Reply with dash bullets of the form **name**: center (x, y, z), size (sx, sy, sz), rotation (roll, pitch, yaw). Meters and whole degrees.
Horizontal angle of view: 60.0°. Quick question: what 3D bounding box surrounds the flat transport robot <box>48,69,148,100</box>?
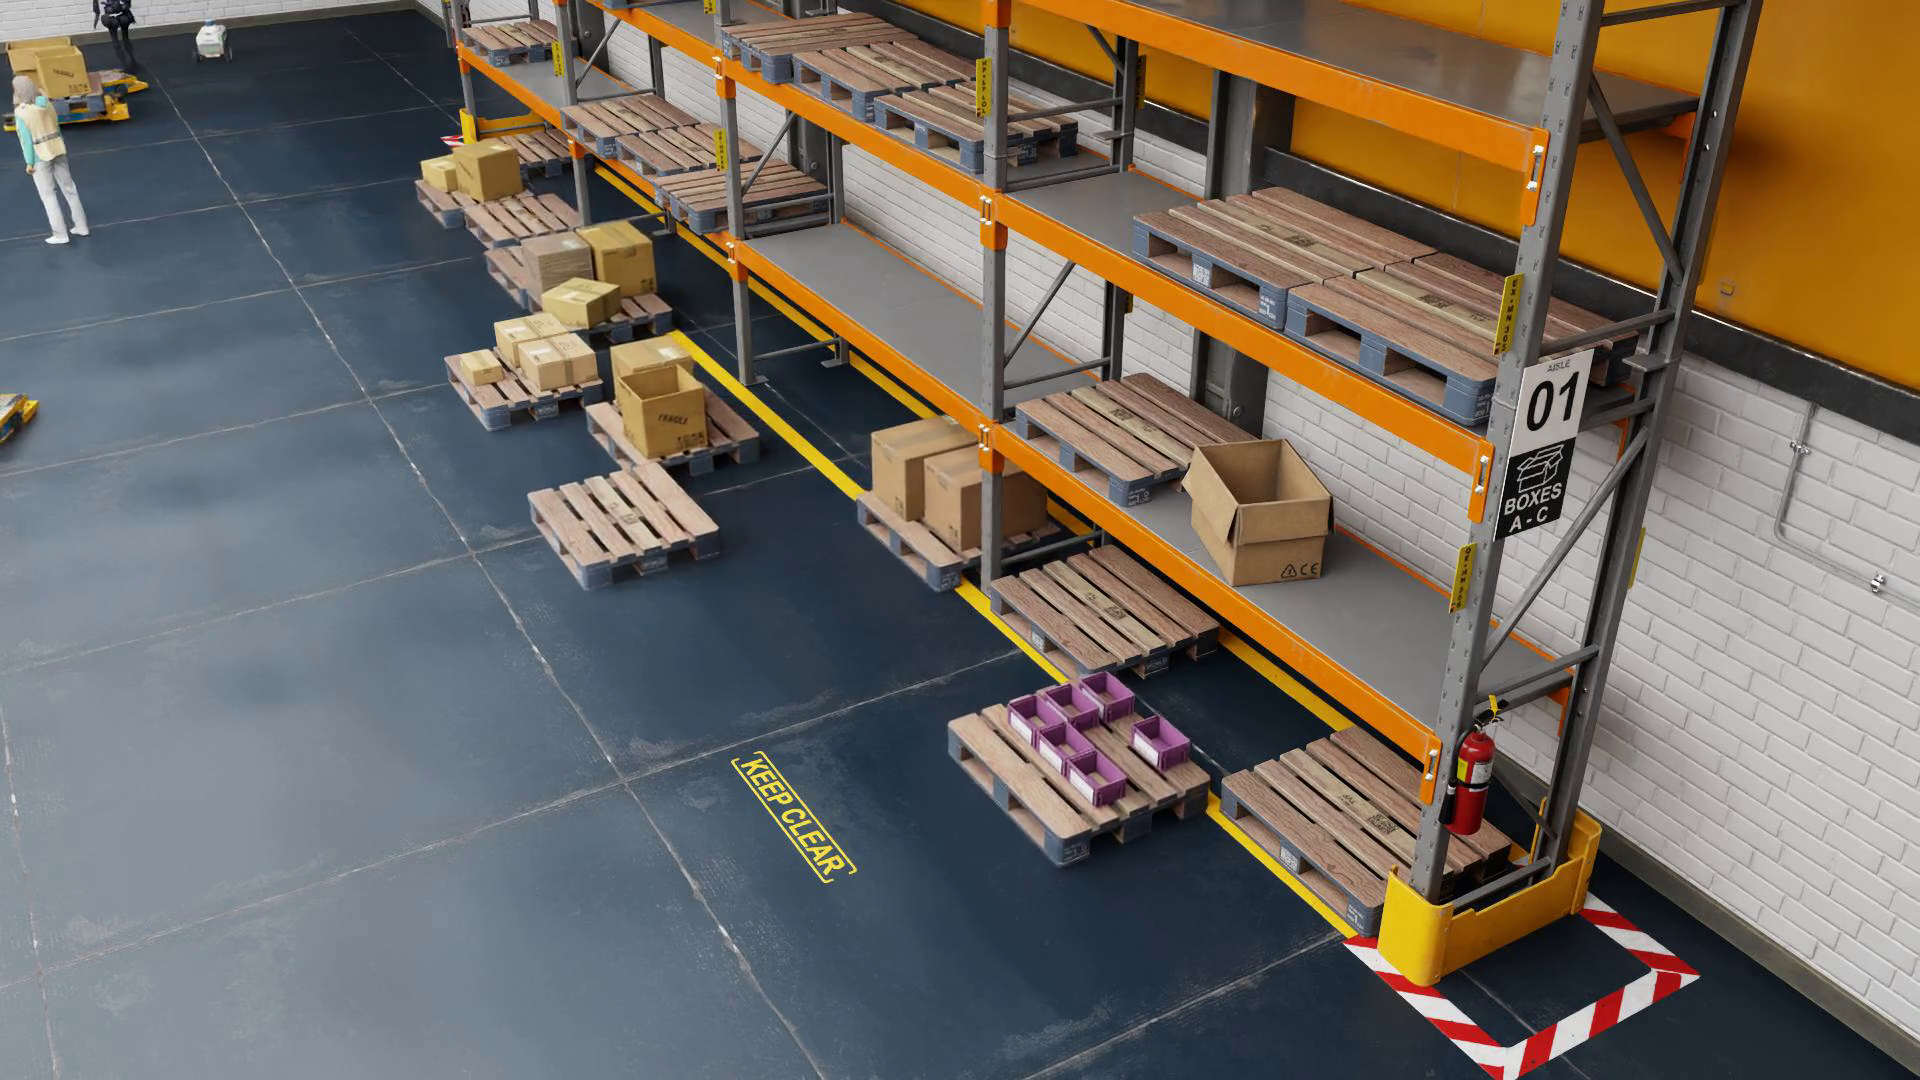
- **flat transport robot**: center (-11.733, -6.036, 22.289), size (0.659, 0.231, 1.431), rotation (18, 34, 29)

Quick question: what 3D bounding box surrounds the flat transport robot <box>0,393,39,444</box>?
- **flat transport robot**: center (-7.862, -0.800, 13.044), size (0.659, 0.231, 1.431), rotation (-2, 30, -4)

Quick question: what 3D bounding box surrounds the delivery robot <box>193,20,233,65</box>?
- **delivery robot**: center (-10.822, -7.223, 24.080), size (0.499, 0.581, 0.774), rotation (-8, 30, -13)

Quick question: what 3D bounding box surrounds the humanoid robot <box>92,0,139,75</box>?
- **humanoid robot**: center (-11.808, -7.337, 23.161), size (0.406, 1.652, 0.589), rotation (17, 34, 27)

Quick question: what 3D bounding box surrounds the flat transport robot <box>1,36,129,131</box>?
- **flat transport robot**: center (-11.445, -5.472, 21.292), size (1.431, 0.231, 0.659), rotation (-13, 32, -22)

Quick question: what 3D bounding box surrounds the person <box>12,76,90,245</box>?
- **person**: center (-9.326, -3.889, 17.033), size (0.369, 1.704, 0.499), rotation (11, 31, 18)
